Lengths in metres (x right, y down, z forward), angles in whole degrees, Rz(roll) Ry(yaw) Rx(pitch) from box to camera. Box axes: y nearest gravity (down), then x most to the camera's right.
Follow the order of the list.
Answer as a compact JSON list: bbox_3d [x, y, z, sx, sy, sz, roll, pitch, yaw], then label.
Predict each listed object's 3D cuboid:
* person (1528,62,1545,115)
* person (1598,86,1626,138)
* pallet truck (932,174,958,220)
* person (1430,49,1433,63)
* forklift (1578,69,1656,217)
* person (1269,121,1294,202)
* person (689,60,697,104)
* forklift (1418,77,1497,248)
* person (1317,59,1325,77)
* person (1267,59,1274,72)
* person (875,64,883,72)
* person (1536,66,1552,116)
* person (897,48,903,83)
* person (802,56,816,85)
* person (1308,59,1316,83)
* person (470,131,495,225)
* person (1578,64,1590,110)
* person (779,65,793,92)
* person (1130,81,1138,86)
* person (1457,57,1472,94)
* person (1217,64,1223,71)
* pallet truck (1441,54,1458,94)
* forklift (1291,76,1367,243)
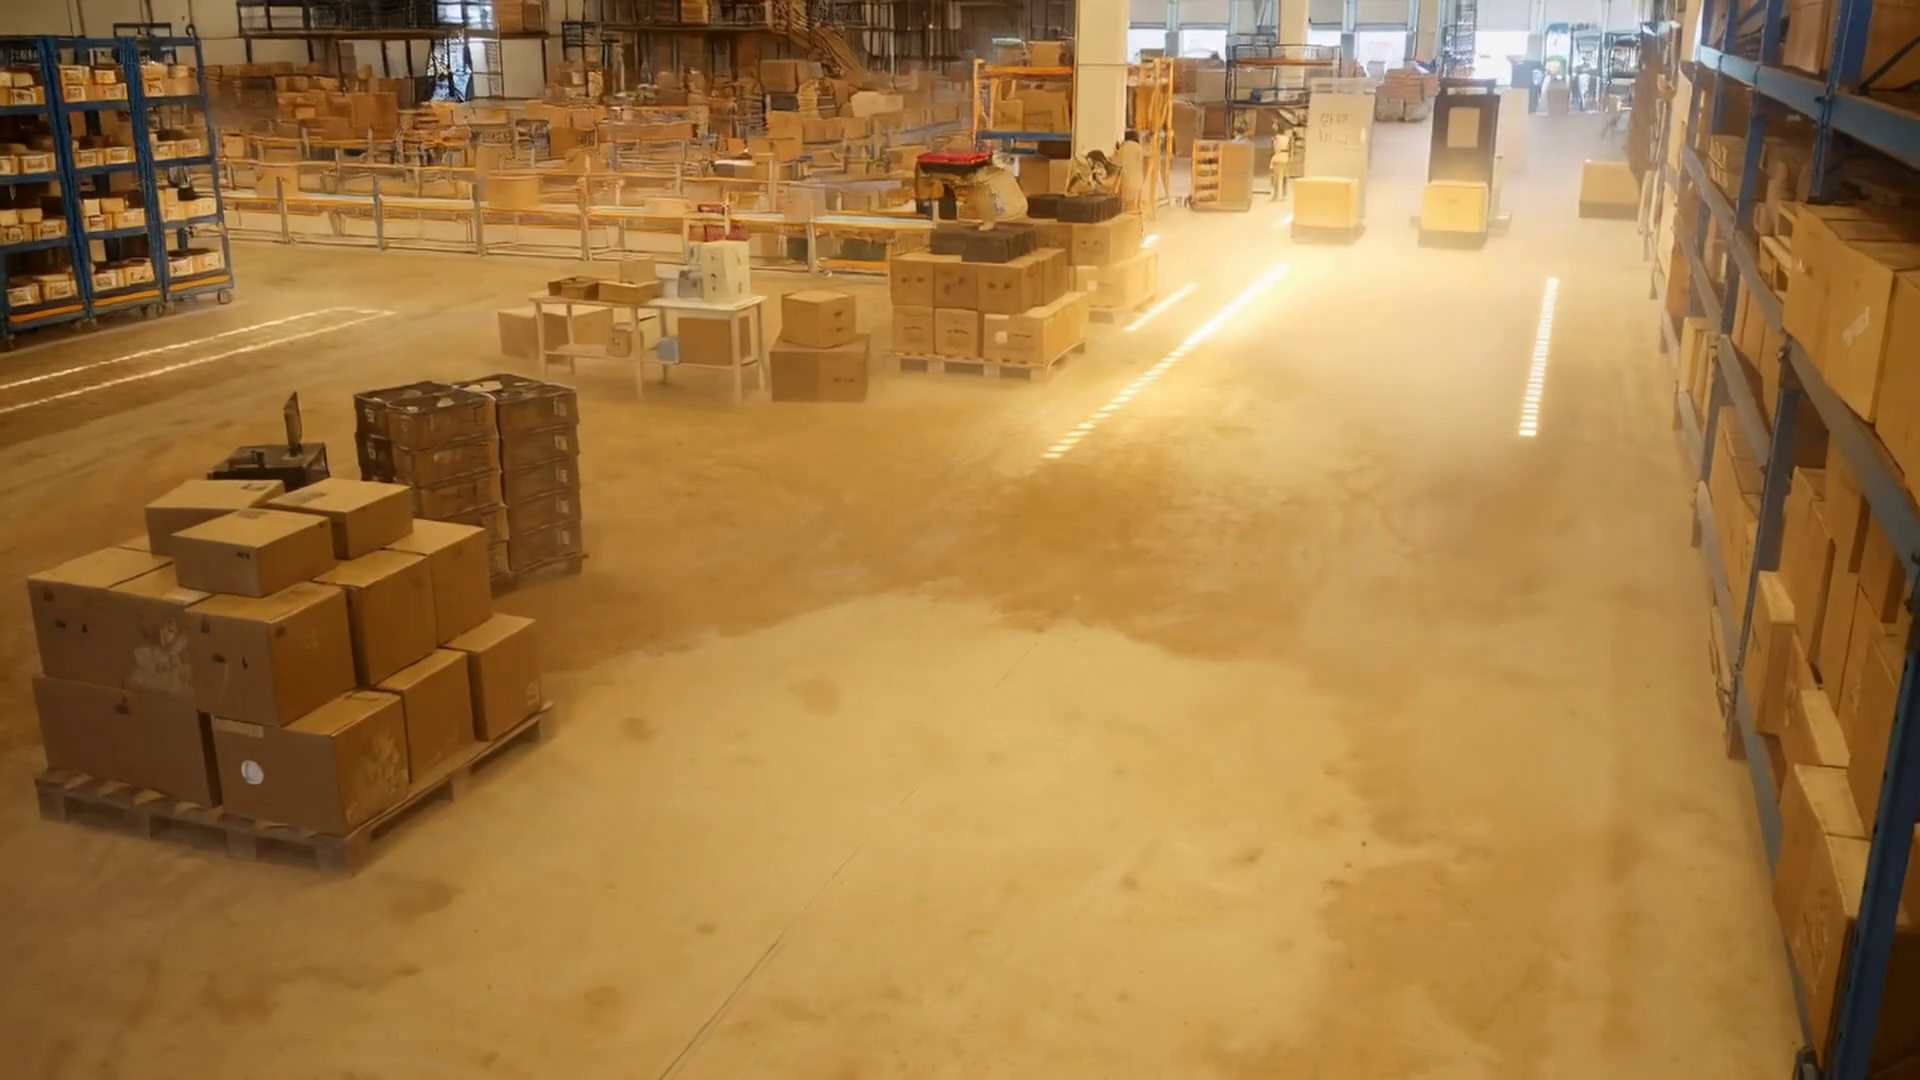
[{"bbox_3d":[22.658,-17.722,65.203,0.535,2.000,0.700,2,18,5],"label":"person"},{"bbox_3d":[20.789,-13.596,52.868,0.800,1.654,0.585,7,19,20],"label":"person"},{"bbox_3d":[-0.507,-5.292,27.348,0.653,1.274,1.630,6,19,19],"label":"pallet truck"},{"bbox_3d":[25.719,-25.898,91.076,0.364,1.928,0.586,-5,18,-15],"label":"person"},{"bbox_3d":[13.219,-7.740,32.475,1.873,2.768,1.129,6,19,18],"label":"forklift"},{"bbox_3d":[6.810,-8.024,35.290,0.535,1.697,0.318,-9,20,-25],"label":"person"},{"bbox_3d":[-11.690,-20.045,72.819,0.325,1.843,0.517,-1,18,-2],"label":"person"},{"bbox_3d":[8.650,-6.553,28.744,1.129,2.768,1.873,6,19,19],"label":"forklift"},{"bbox_3d":[17.386,-22.274,79.718,0.819,1.917,0.634,-1,18,-2],"label":"person"},{"bbox_3d":[14.249,-21.118,76.275,0.444,1.801,0.767,8,19,23],"label":"person"},{"bbox_3d":[-3.303,-18.591,68.268,0.539,1.829,0.516,-3,18,-10],"label":"person"},{"bbox_3d":[22.732,-17.442,64.600,0.328,1.872,0.509,-3,18,-10],"label":"person"},{"bbox_3d":[-3.373,-26.638,93.372,0.407,1.942,0.615,1,18,3],"label":"person"},{"bbox_3d":[-6.867,-21.052,75.789,0.614,1.962,0.362,3,18,11],"label":"person"},{"bbox_3d":[19.727,-26.634,93.278,0.397,1.992,0.623,6,19,18],"label":"person"},{"bbox_3d":[-9.000,-6.837,31.455,0.485,1.752,0.543,1,18,4],"label":"person"},{"bbox_3d":[24.795,-17.958,66.197,0.581,1.882,0.339,-14,22,-37],"label":"person"},{"bbox_3d":[-7.410,-19.226,70.459,0.926,1.716,0.539,12,22,34],"label":"person"},{"bbox_3d":[8.654,-23.211,82.949,0.488,1.733,0.474,-9,20,-27],"label":"person"},{"bbox_3d":[23.721,-21.760,78.232,0.649,1.829,0.480,2,18,6],"label":"person"},{"bbox_3d":[10.435,-18.113,66.710,0.793,1.870,0.624,-11,21,-31],"label":"person"},{"bbox_3d":[22.765,-21.886,78.355,0.823,1.965,1.885,-4,18,-14],"label":"pallet truck"},{"bbox_3d":[6.598,-6.755,29.381,1.129,2.768,1.873,6,19,19],"label":"forklift"}]
